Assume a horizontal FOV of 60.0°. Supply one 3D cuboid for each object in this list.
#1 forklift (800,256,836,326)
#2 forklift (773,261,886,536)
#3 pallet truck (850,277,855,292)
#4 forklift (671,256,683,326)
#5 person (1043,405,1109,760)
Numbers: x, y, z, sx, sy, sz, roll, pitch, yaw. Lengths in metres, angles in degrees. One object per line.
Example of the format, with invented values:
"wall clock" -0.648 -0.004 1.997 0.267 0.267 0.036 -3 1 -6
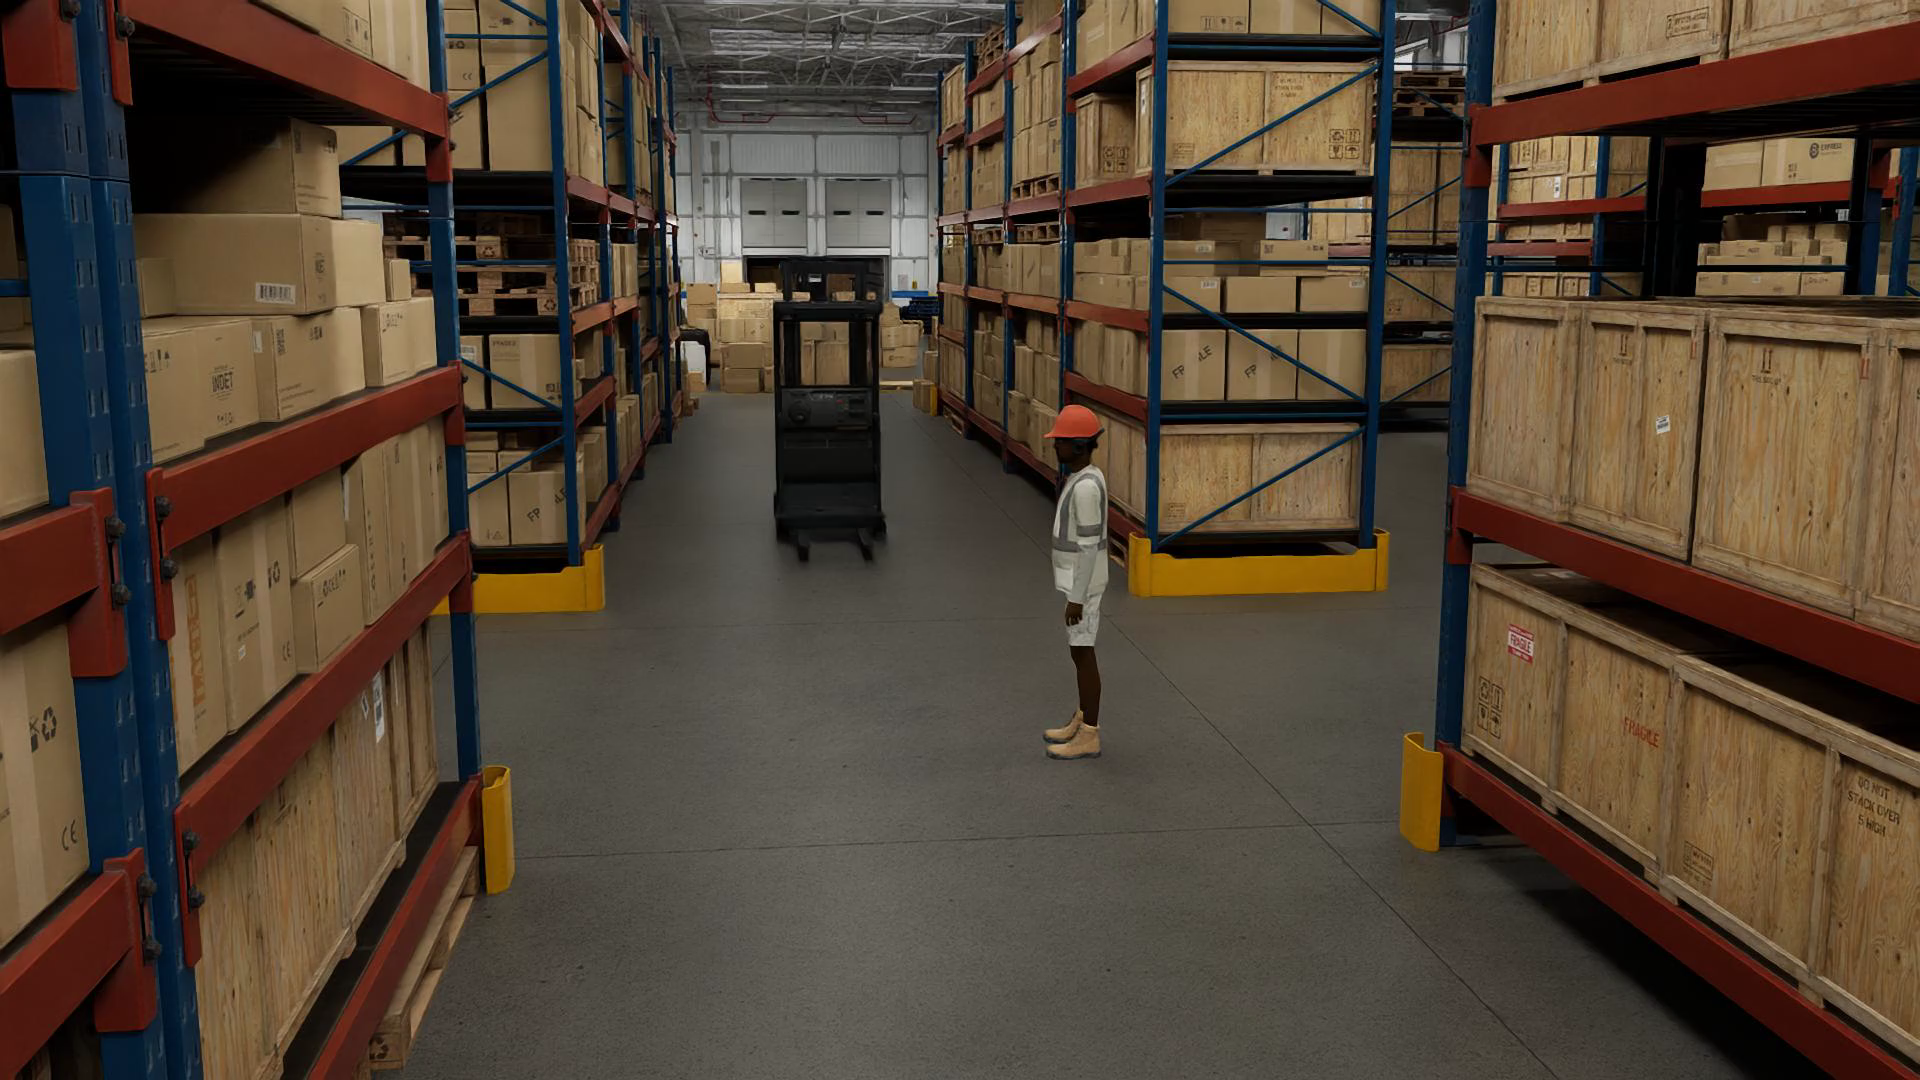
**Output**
"forklift" -5.119 -8.590 58.575 1.129 2.768 1.873 -6 12 -33
"forklift" -1.427 -1.559 17.644 1.129 2.768 1.873 -1 10 -7
"pallet truck" -3.782 -9.391 65.808 1.885 1.965 0.823 2 10 10
"forklift" -11.356 -9.574 64.303 1.129 2.768 1.873 -1 10 -7
"person" 0.666 0.245 9.576 0.374 2.044 0.605 0 10 2
